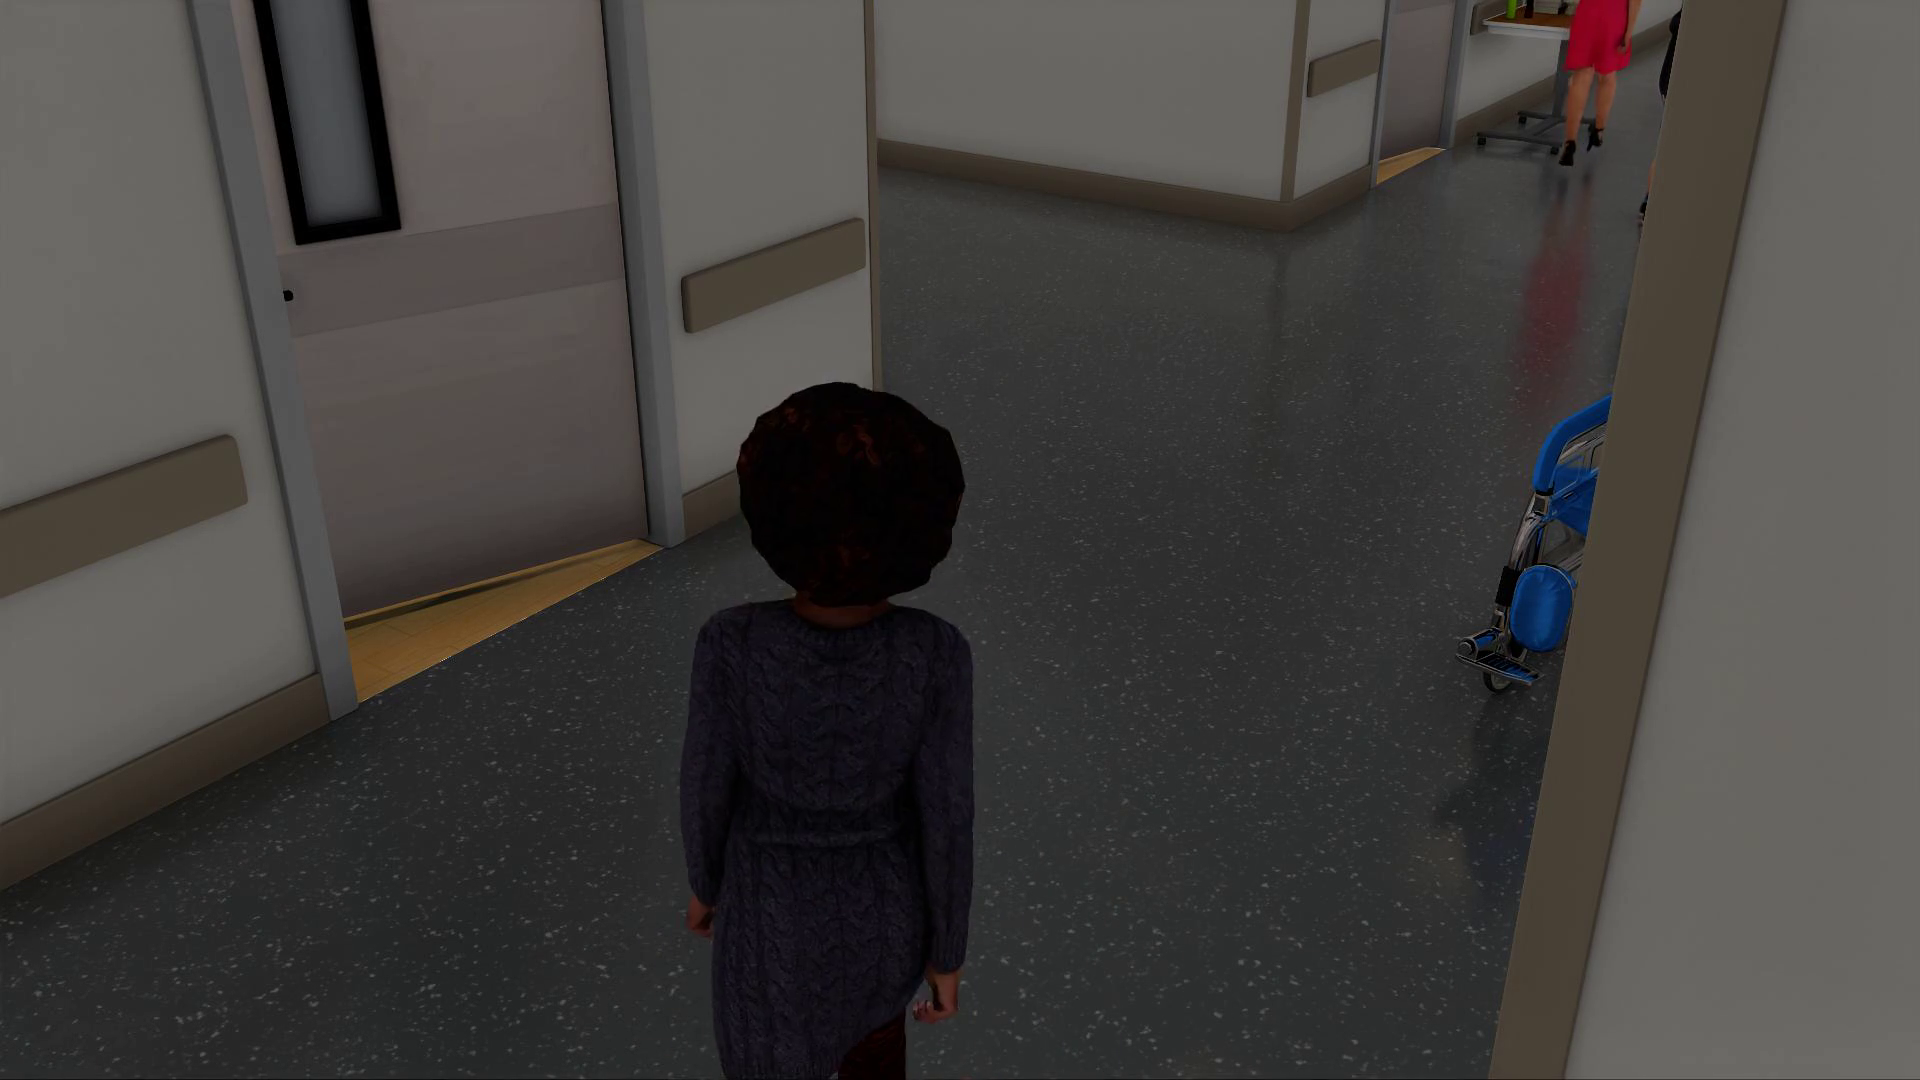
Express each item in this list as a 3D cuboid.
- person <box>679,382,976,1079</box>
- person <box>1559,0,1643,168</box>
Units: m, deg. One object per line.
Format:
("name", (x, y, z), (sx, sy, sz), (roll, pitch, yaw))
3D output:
("person", (-0.187, 0.642, 2.417), (1.034, 1.682, 1.115), (-4, 26, -8))
("person", (3.916, -3.118, 10.223), (0.662, 1.674, 1.080), (13, 29, 25))
